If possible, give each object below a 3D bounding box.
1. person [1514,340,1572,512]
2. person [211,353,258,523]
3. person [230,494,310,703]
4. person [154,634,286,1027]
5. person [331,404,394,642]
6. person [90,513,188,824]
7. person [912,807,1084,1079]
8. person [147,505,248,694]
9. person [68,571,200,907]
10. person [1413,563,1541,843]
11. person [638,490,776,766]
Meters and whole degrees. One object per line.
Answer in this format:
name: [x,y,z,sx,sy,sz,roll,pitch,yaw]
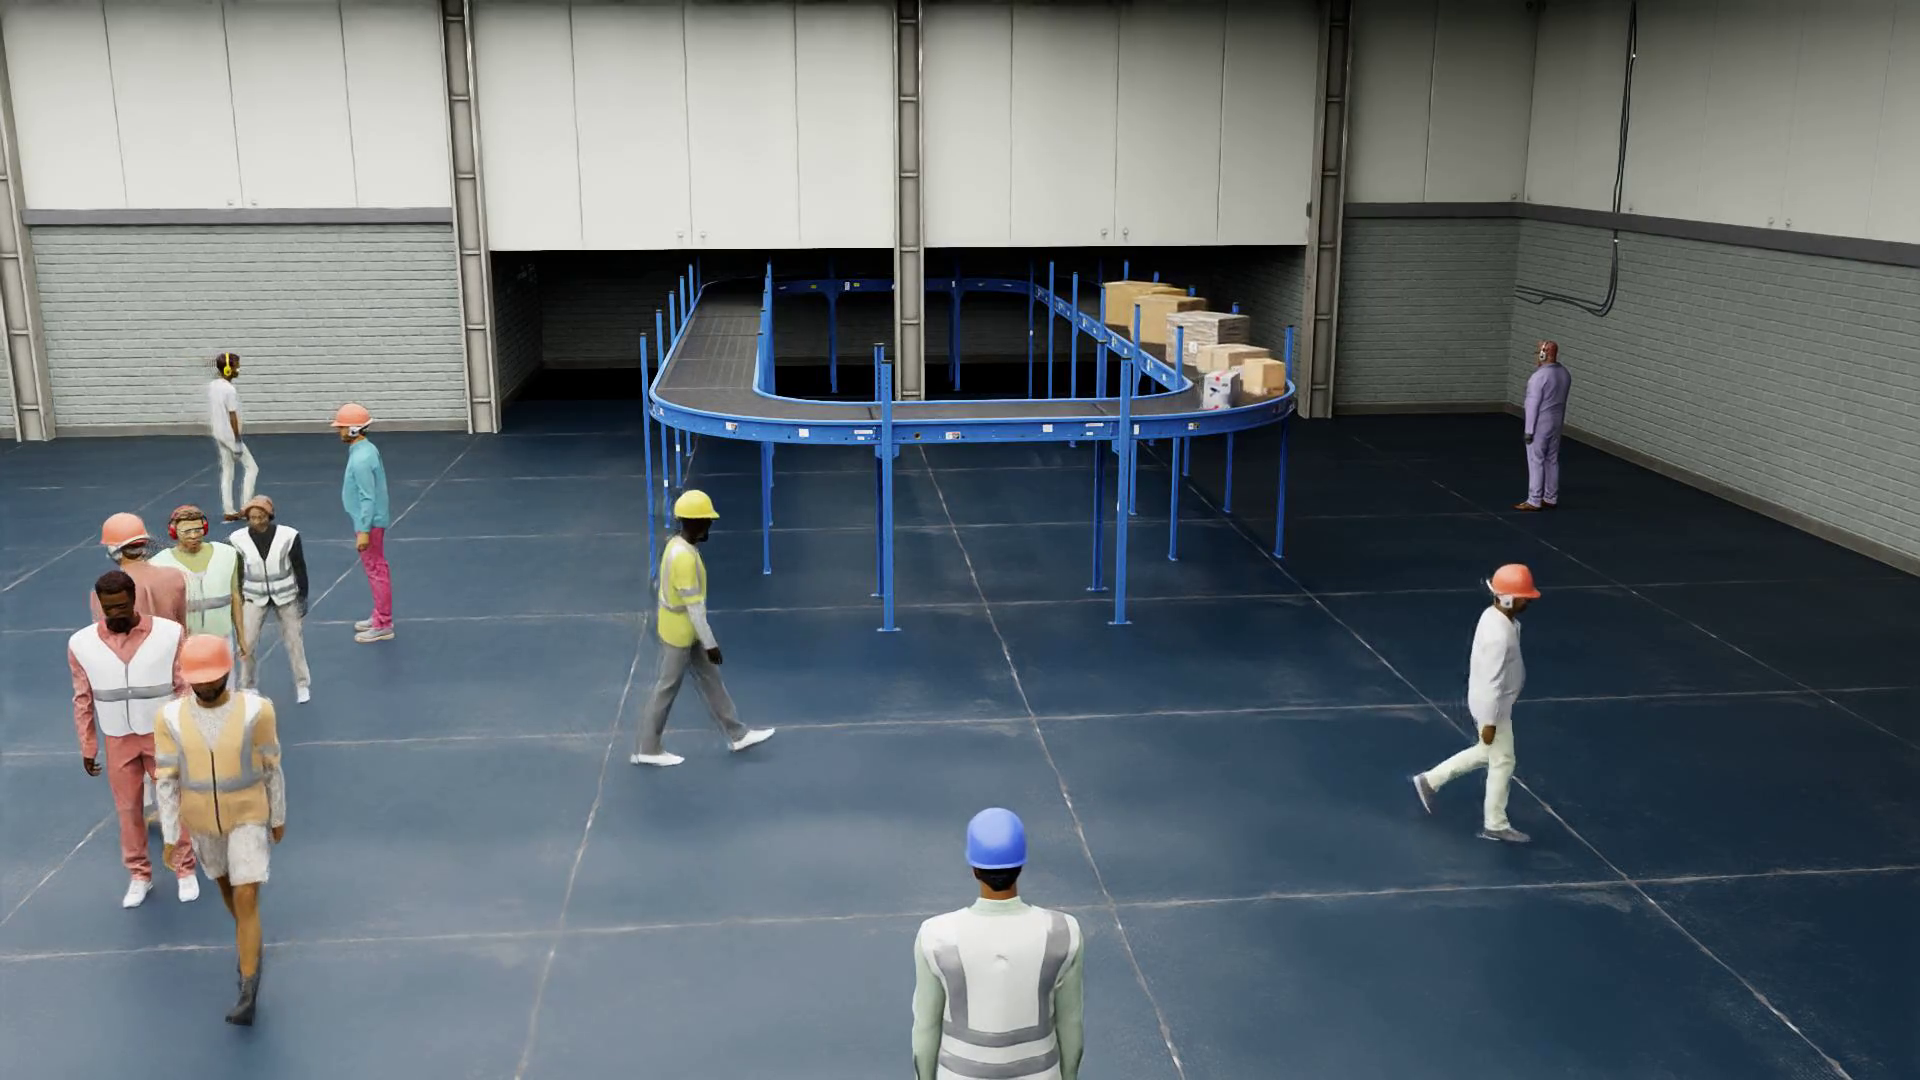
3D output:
person: [6.497,-1.277,18.556,0.639,1.900,0.401,-10,17,-35]
person: [-7.846,-1.108,17.991,0.595,1.849,0.515,11,18,37]
person: [-5.053,0.445,12.226,0.539,1.623,0.378,-4,15,-15]
person: [-3.570,1.357,8.063,0.546,1.883,1.009,-3,14,-13]
person: [-4.949,-0.147,13.836,0.393,1.995,0.612,-4,15,-15]
person: [-4.970,0.798,10.099,0.591,1.978,0.614,11,17,36]
person: [0.134,1.876,5.870,0.604,1.938,0.426,-1,14,-5]
person: [-5.002,0.658,10.949,0.560,1.837,0.389,-12,18,-40]
person: [-4.512,1.075,9.134,0.600,1.907,0.411,-5,15,-19]
person: [3.119,0.957,9.942,0.627,1.732,0.577,4,15,14]
person: [-1.739,0.599,11.079,0.960,1.877,0.603,-1,14,-5]
